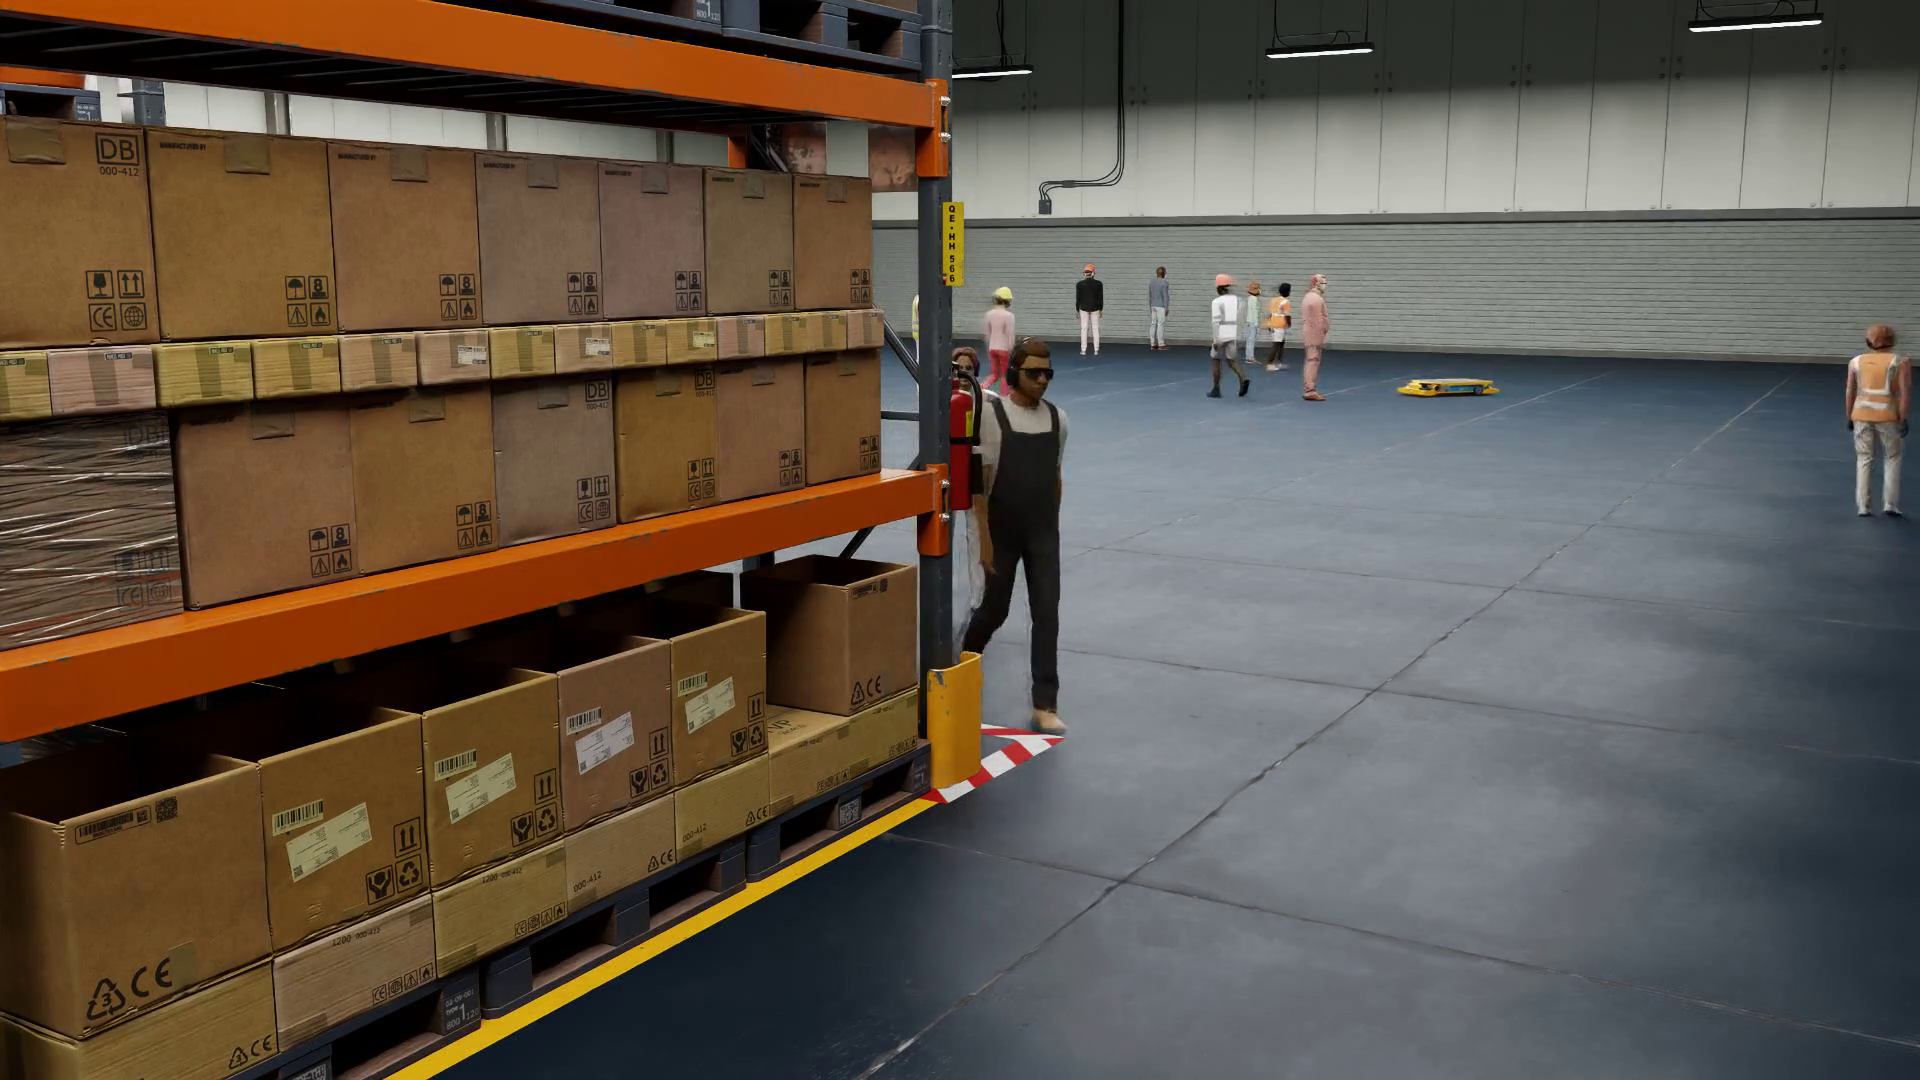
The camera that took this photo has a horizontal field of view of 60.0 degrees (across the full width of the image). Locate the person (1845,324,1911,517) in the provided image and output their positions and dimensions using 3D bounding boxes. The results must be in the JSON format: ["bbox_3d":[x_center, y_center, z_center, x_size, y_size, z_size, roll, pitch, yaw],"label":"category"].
[{"bbox_3d":[7.662,-0.999,13.931,0.426,1.603,0.551,-8,13,-39],"label":"person"}]

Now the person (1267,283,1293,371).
[{"bbox_3d":[6.101,-4.027,31.500,0.672,1.662,0.540,-3,10,-19],"label":"person"}]

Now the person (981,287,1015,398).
[{"bbox_3d":[0.520,-2.615,22.989,0.518,1.758,0.524,-9,13,-42],"label":"person"}]

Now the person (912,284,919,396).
[{"bbox_3d":[-0.521,-3.108,25.621,0.429,1.844,0.627,-2,10,-10],"label":"person"}]

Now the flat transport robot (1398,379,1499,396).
[{"bbox_3d":[7.684,-2.412,26.133,1.431,0.197,0.652,-4,10,-21],"label":"flat transport robot"}]

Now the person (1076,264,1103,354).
[{"bbox_3d":[2.869,-5.097,36.838,0.608,1.988,0.392,0,10,1],"label":"person"}]

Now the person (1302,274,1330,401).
[{"bbox_3d":[5.380,-3.057,25.134,0.404,1.905,0.651,0,10,1],"label":"person"}]

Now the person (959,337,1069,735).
[{"bbox_3d":[0.246,-0.047,7.811,0.504,1.818,0.791,-4,10,-22],"label":"person"}]

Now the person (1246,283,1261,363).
[{"bbox_3d":[5.995,-4.422,33.919,0.280,1.633,0.500,-1,10,-4],"label":"person"}]

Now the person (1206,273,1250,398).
[{"bbox_3d":[4.102,-3.106,25.406,0.560,1.914,0.736,-5,11,-29],"label":"person"}]

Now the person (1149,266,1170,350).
[{"bbox_3d":[4.639,-5.394,38.718,0.379,1.940,0.629,-6,11,-31],"label":"person"}]

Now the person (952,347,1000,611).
[{"bbox_3d":[0.014,-0.342,10.013,0.522,1.640,0.305,-3,10,-15],"label":"person"}]
